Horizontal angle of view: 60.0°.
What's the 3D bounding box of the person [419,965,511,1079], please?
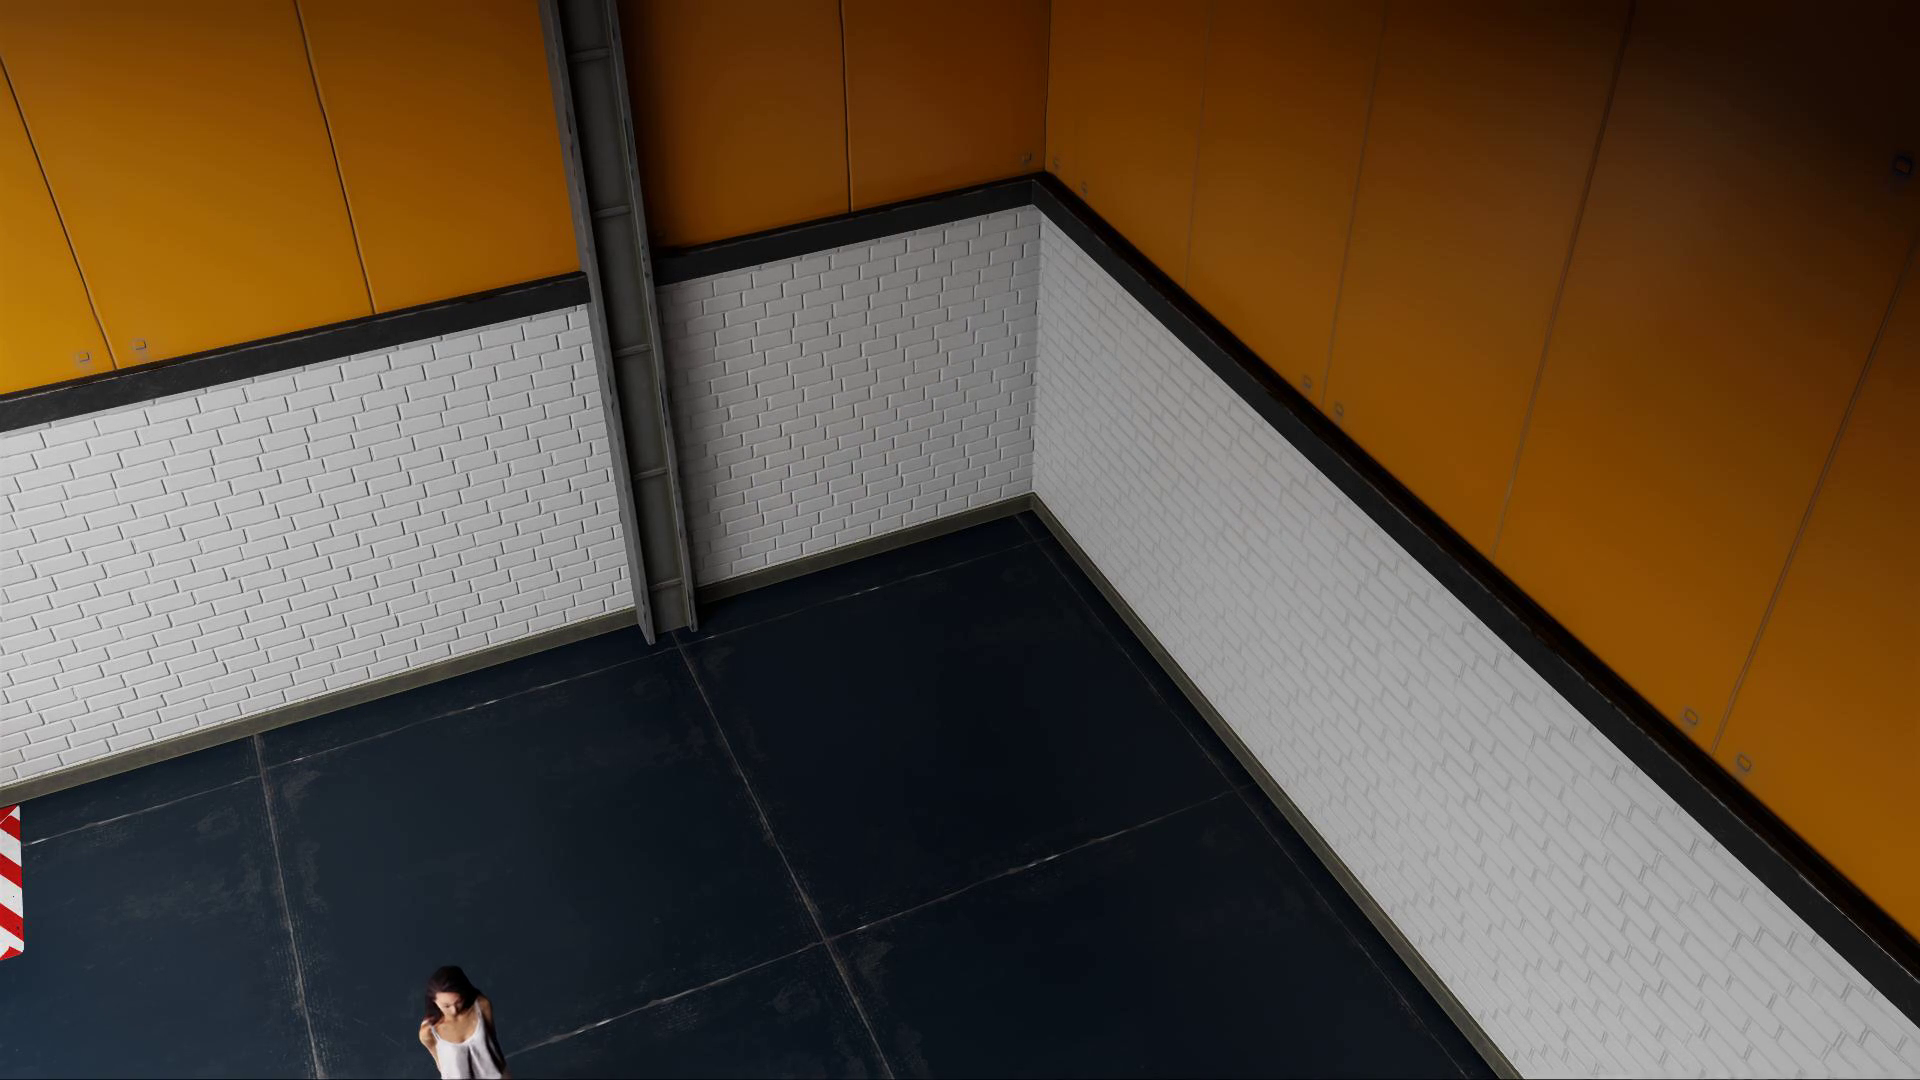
[{"bbox_3d":[-2.542,2.772,8.669,0.619,1.654,0.667,-2,39,-3],"label":"person"}]
